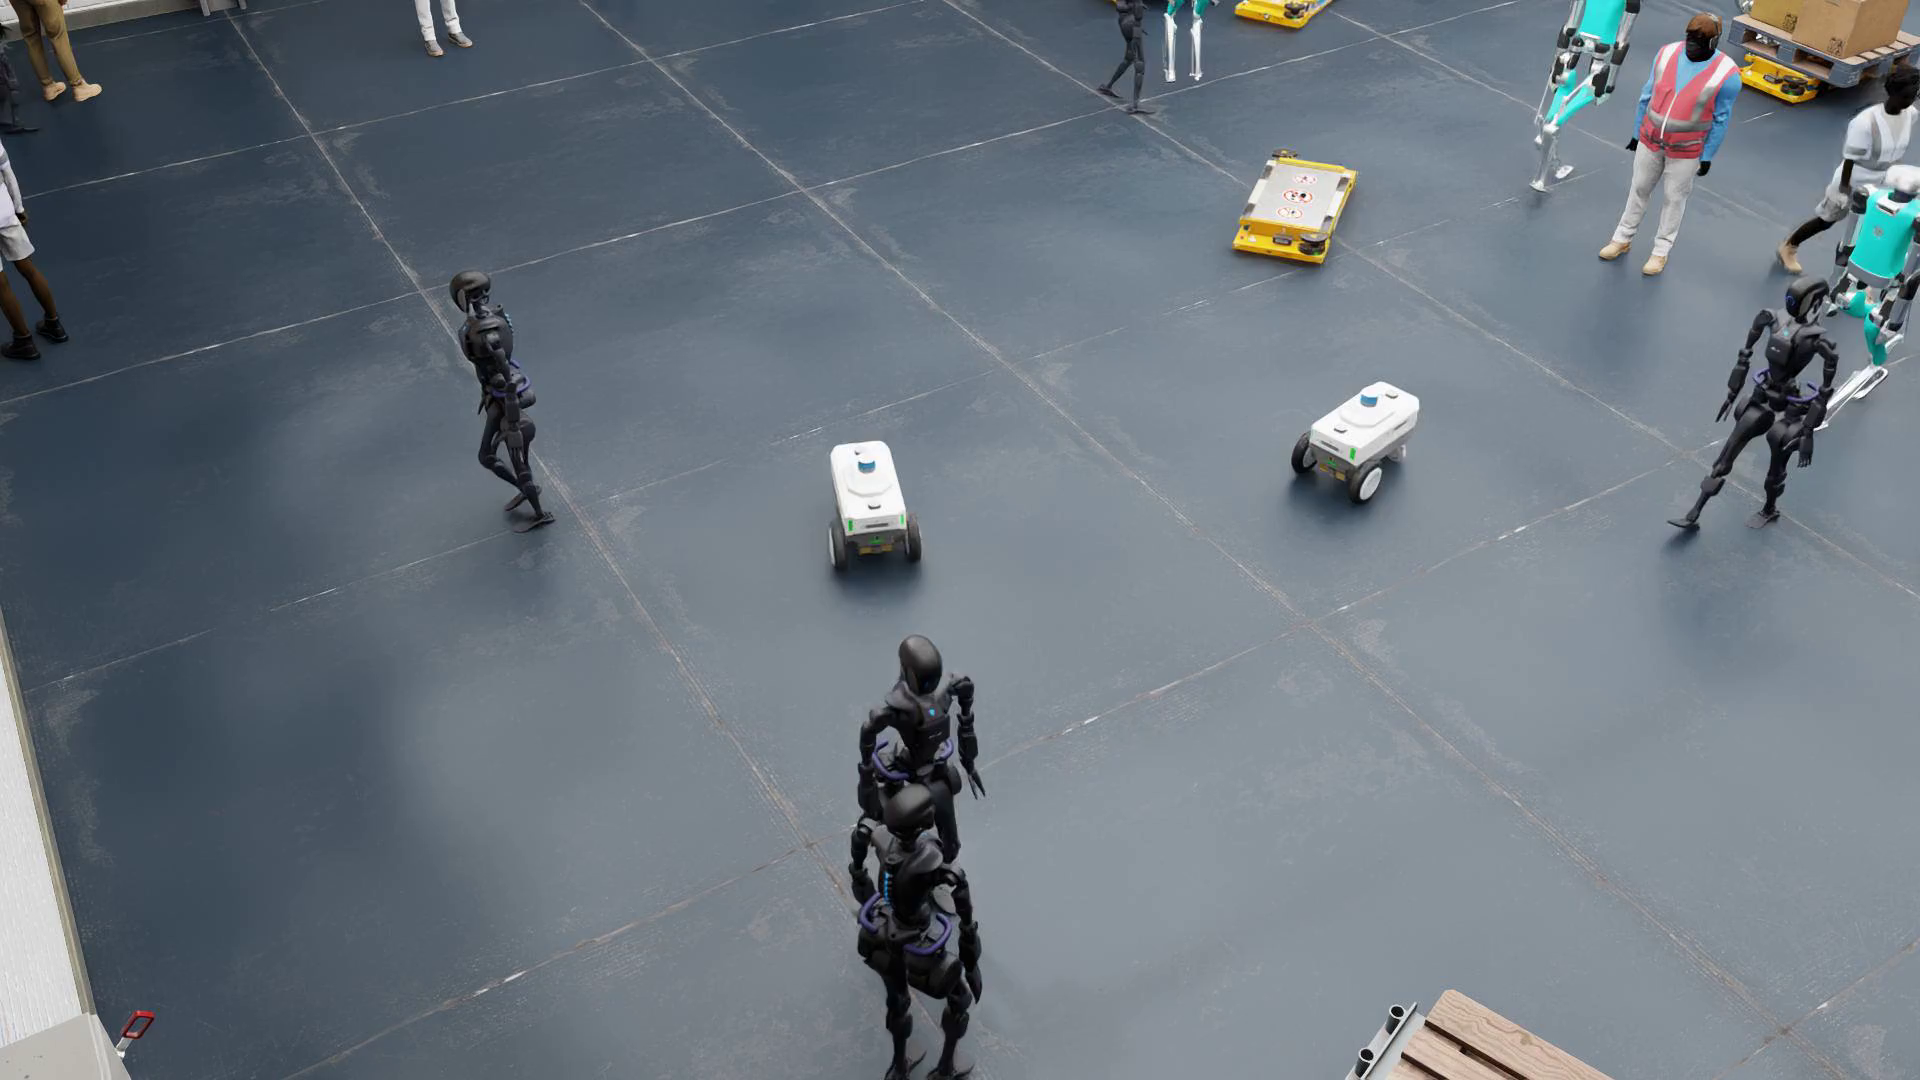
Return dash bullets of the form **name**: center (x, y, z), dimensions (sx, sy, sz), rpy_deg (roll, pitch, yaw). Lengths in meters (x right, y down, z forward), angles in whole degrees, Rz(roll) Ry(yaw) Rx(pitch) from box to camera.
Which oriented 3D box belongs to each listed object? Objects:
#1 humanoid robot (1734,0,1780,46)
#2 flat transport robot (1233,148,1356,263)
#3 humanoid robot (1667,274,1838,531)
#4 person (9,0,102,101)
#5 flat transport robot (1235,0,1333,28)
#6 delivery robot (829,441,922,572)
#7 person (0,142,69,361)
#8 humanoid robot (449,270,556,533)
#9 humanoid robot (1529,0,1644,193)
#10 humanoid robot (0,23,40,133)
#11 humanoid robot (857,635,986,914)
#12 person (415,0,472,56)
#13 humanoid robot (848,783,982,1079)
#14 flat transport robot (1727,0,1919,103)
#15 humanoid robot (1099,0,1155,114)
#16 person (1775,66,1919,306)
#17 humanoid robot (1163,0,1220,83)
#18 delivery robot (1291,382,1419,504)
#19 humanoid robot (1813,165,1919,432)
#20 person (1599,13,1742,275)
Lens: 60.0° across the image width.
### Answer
- **humanoid robot**: center (7.122, -5.122, 14.465), dimensions (0.735, 1.677, 0.533), rpy_deg (-11, 40, -14)
- **flat transport robot**: center (2.527, -2.515, 12.465), dimensions (0.659, 0.231, 1.431), rpy_deg (13, 40, 16)
- **humanoid robot**: center (4.408, -0.689, 9.055), dimensions (0.757, 1.630, 0.608), rpy_deg (-20, 43, -24)
- **person**: center (-7.679, -4.496, 13.758), dimensions (0.520, 1.766, 0.377), rpy_deg (7, 39, 9)
- **flat transport robot**: center (3.250, -5.270, 15.942), dimensions (0.659, 0.231, 1.431), rpy_deg (22, 44, 26)
- **delivery robot**: center (-0.511, -0.211, 9.325), dimensions (0.499, 0.591, 0.768), rpy_deg (-7, 39, -9)
- **person**: center (-6.196, -2.048, 10.535), dimensions (0.370, 1.933, 0.550), rpy_deg (17, 41, 20)
- **humanoid robot**: center (-2.497, -0.731, 9.084), dimensions (0.326, 1.648, 0.616), rpy_deg (-20, 43, -23)
- **humanoid robot**: center (4.526, -3.373, 12.411), dimensions (0.531, 1.774, 0.989), rpy_deg (31, 48, 33)
- **humanoid robot**: center (-7.822, -4.078, 13.328), dimensions (0.402, 1.659, 0.589), rpy_deg (-18, 42, -21)
- **humanoid robot**: center (-0.166, 1.012, 6.884), dimensions (0.610, 1.654, 0.320), rpy_deg (-23, 44, -26)
- **person**: center (-4.674, -5.225, 14.587), dimensions (0.582, 1.880, 0.347), rpy_deg (-31, 48, -33)
- **humanoid robot**: center (-0.184, 1.501, 6.262), dimensions (0.589, 1.656, 0.339), rpy_deg (21, 43, 25)
- **flat transport robot**: center (7.484, -4.148, 14.525), dimensions (1.431, 0.231, 0.659), rpy_deg (-21, 43, -24)
- **humanoid robot**: center (1.420, -4.368, 13.690), dimensions (0.431, 1.644, 0.608), rpy_deg (1, 38, 2)
- **person**: center (6.085, -2.438, 11.250), dimensions (0.534, 1.652, 0.863), rpy_deg (-10, 40, -13)
- **humanoid robot**: center (1.959, -4.764, 14.112), dimensions (0.534, 1.764, 0.702), rpy_deg (-4, 39, -5)
- **delivery robot**: center (2.370, -0.620, 9.837), dimensions (0.758, 0.587, 0.499), rpy_deg (-31, 48, -33)
- **humanoid robot**: center (5.624, -1.477, 10.002), dimensions (0.994, 1.773, 0.530), rpy_deg (-18, 42, -22)
- **person**: center (4.911, -2.730, 11.471), dimensions (0.431, 1.844, 0.623), rpy_deg (-30, 47, -32)
